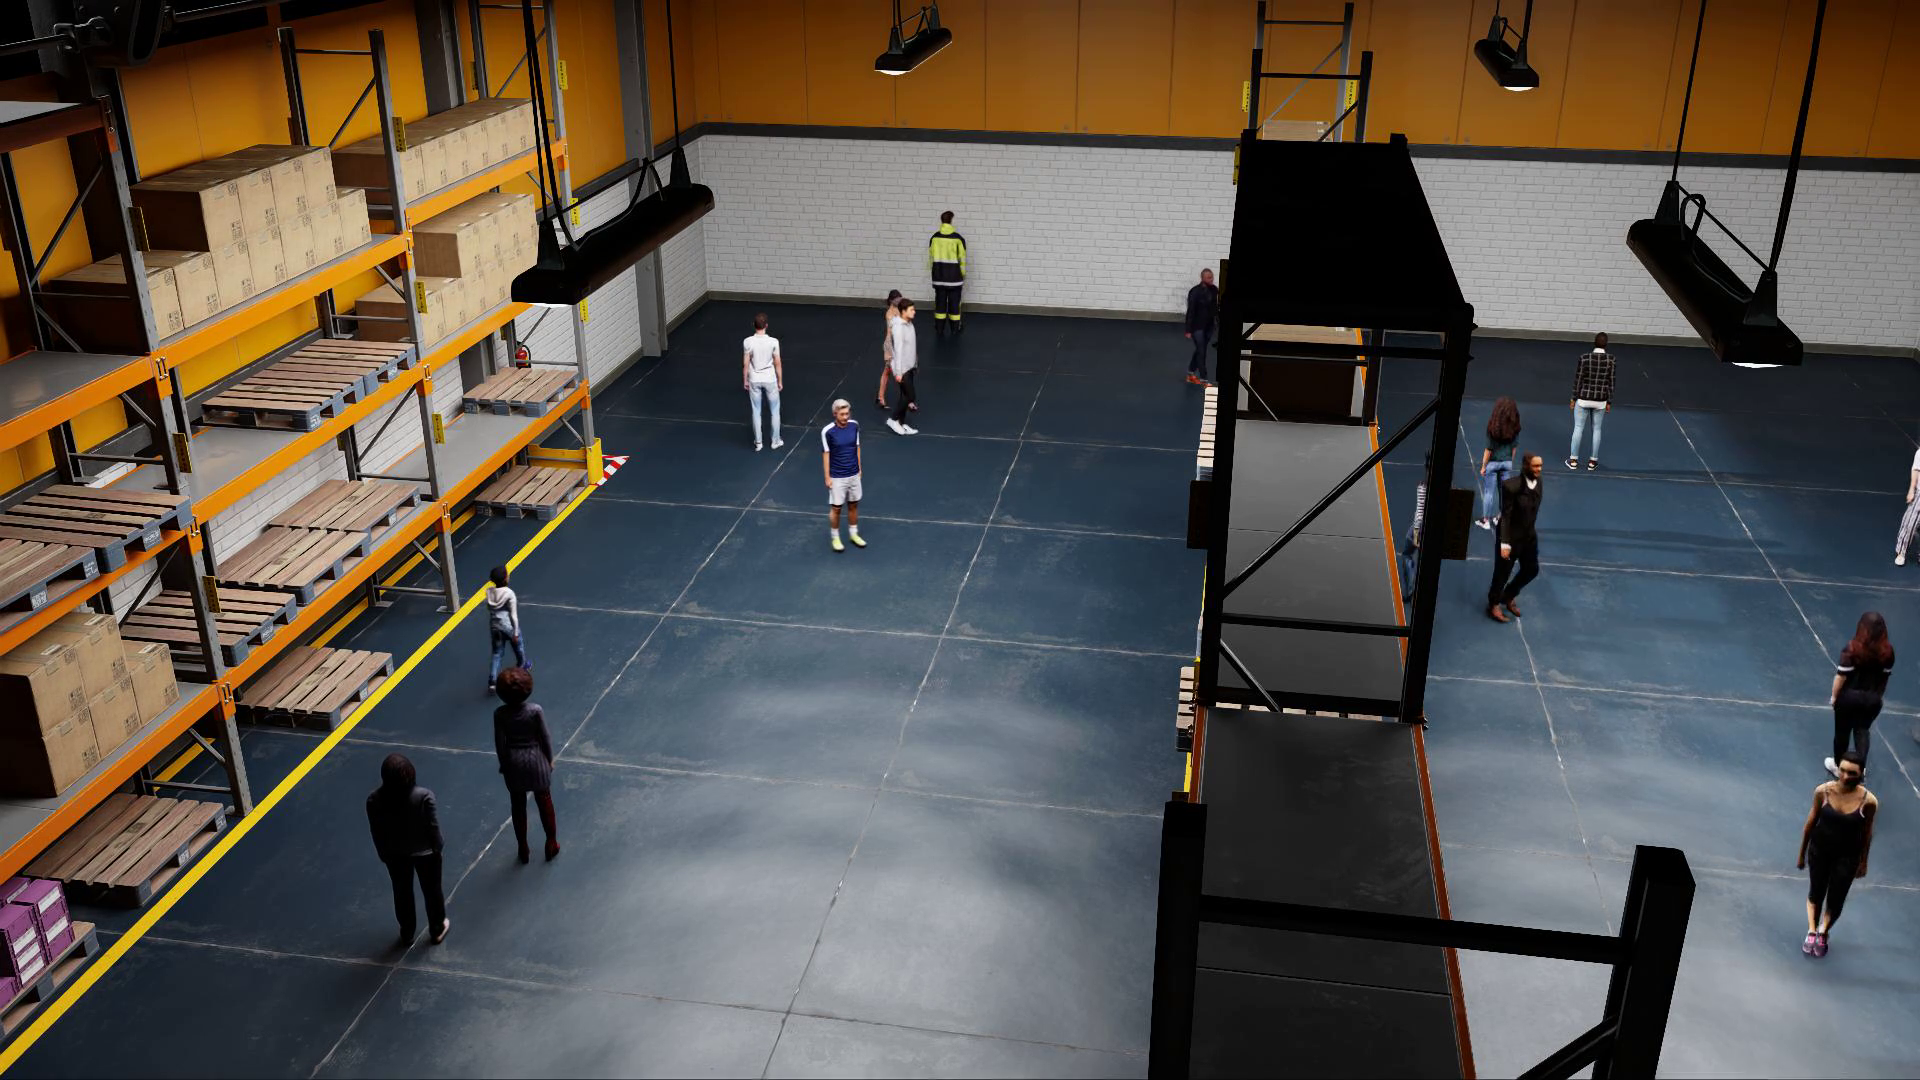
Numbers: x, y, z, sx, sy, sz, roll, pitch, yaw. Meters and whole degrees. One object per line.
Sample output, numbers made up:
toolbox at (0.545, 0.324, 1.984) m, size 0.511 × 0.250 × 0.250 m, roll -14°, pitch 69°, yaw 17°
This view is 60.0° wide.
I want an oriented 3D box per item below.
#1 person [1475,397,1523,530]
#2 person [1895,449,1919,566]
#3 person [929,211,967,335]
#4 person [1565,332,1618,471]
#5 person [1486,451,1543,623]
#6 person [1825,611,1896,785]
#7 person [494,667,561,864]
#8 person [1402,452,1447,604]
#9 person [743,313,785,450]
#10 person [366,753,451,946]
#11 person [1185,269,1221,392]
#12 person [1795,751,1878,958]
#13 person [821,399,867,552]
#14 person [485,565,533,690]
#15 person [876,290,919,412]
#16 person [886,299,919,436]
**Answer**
person at (6.358, -0.914, 19.644) m, size 0.670 × 1.616 × 0.682 m, roll -3°, pitch 24°, yaw -7°
person at (10.891, -0.507, 18.635) m, size 0.712 × 1.679 × 0.661 m, roll 8°, pitch 25°, yaw 17°
person at (-0.207, -4.366, 27.089) m, size 0.780 × 1.979 × 0.646 m, roll 6°, pitch 24°, yaw 13°
person at (8.130, -1.793, 21.399) m, size 0.662 × 1.821 × 0.551 m, roll 5°, pitch 24°, yaw 12°
person at (5.738, -0.070, 17.373) m, size 0.805 × 1.888 × 0.841 m, roll -9°, pitch 25°, yaw -20°
person at (7.782, 1.395, 14.347) m, size 0.647 × 1.628 × 0.859 m, roll 2°, pitch 24°, yaw 4°
person at (-3.474, 1.804, 13.309) m, size 0.637 × 1.710 × 0.592 m, roll -2°, pitch 24°, yaw -5°
person at (4.966, -0.031, 17.428) m, size 0.726 × 1.774 × 0.786 m, roll -10°, pitch 25°, yaw -21°
person at (-2.623, -2.092, 22.051) m, size 0.722 × 1.847 × 0.644 m, roll -2°, pitch 24°, yaw -4°
person at (-4.076, 2.286, 12.353) m, size 0.721 × 1.593 × 0.720 m, roll -1°, pitch 24°, yaw -2°
person at (3.502, -3.123, 24.488) m, size 1.088 × 1.783 × 1.134 m, roll -17°, pitch 29°, yaw -34°
person at (6.445, 2.271, 12.226) m, size 0.707 × 1.722 × 0.722 m, roll 16°, pitch 28°, yaw 32°
person at (-1.346, -0.773, 19.055) m, size 0.729 × 1.830 × 0.790 m, roll -16°, pitch 28°, yaw -32°
person at (-4.446, 0.853, 16.062) m, size 0.492 × 1.248 × 0.859 m, roll 5°, pitch 24°, yaw 11°
person at (-1.026, -2.648, 23.394) m, size 0.811 × 1.790 × 0.819 m, roll 5°, pitch 24°, yaw 11°
person at (-0.858, -2.337, 22.528) m, size 0.811 × 1.914 × 0.659 m, roll 8°, pitch 25°, yaw 17°
